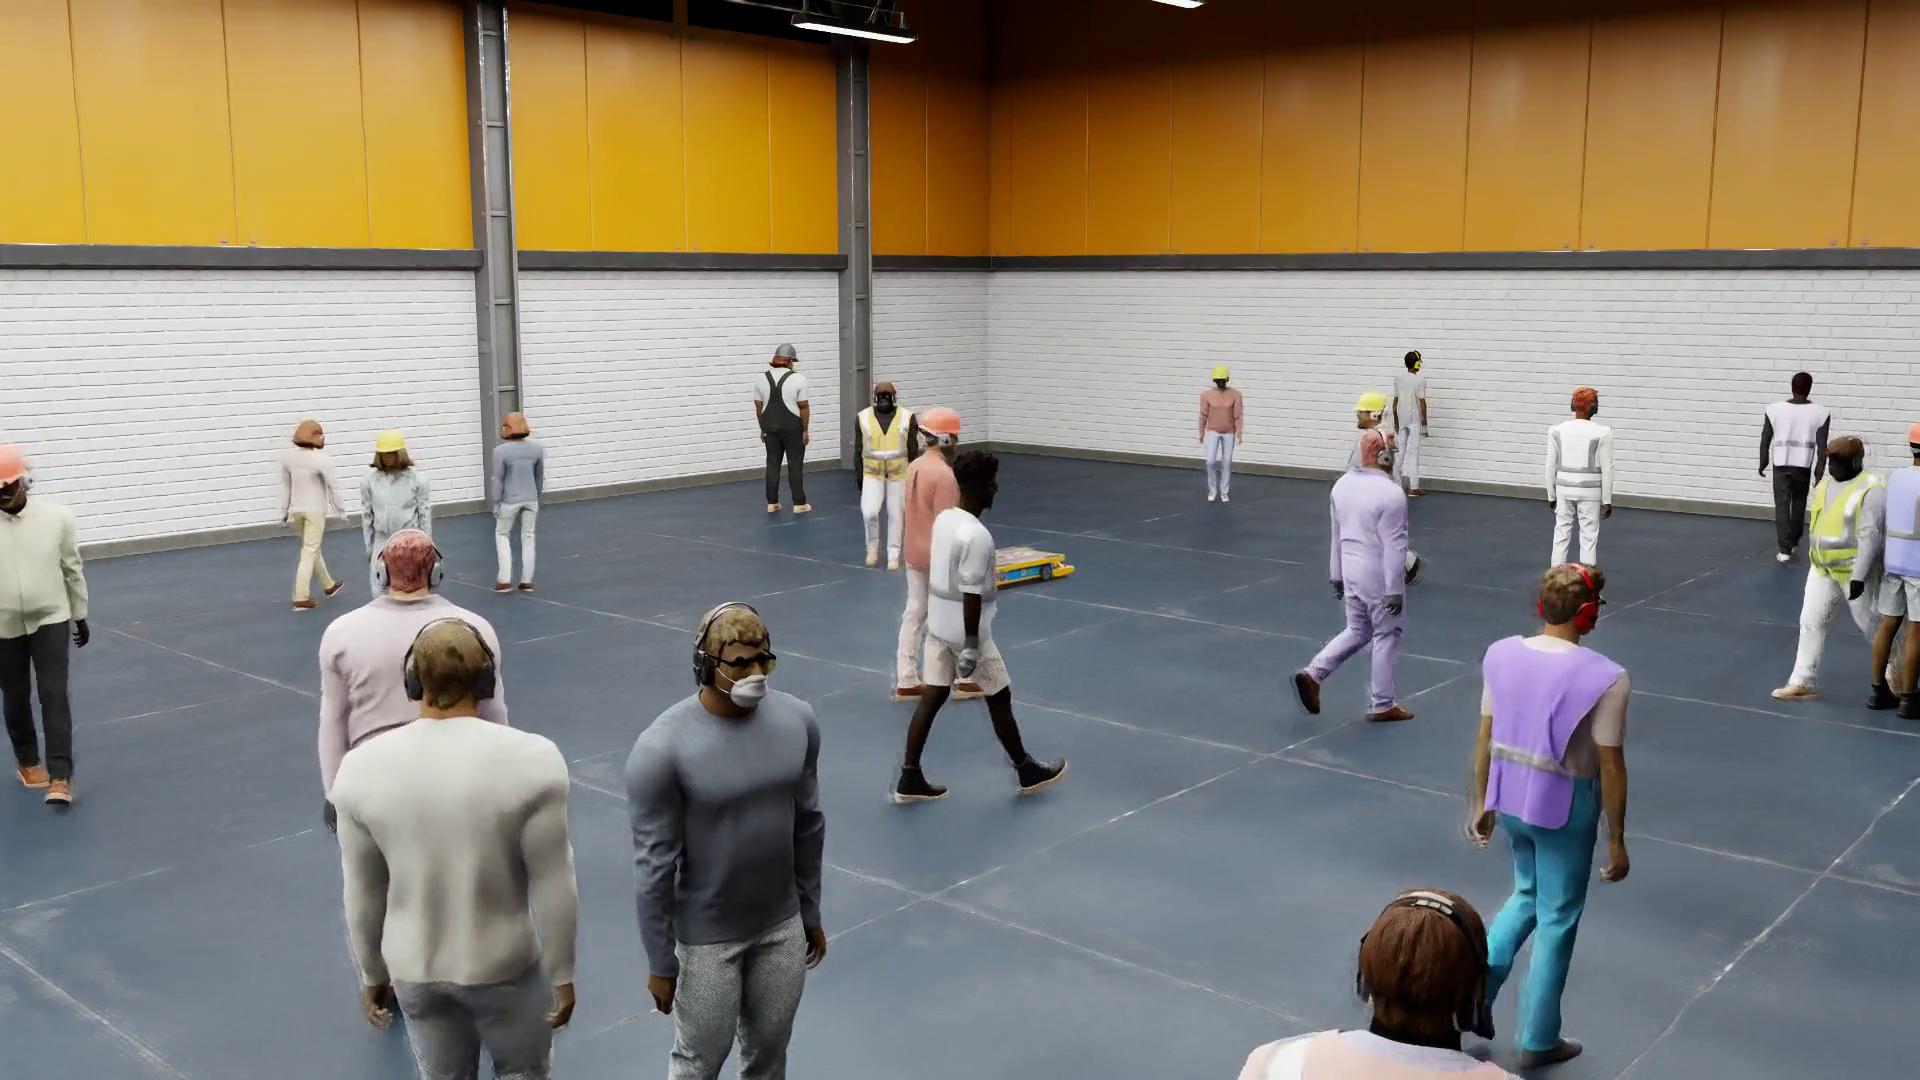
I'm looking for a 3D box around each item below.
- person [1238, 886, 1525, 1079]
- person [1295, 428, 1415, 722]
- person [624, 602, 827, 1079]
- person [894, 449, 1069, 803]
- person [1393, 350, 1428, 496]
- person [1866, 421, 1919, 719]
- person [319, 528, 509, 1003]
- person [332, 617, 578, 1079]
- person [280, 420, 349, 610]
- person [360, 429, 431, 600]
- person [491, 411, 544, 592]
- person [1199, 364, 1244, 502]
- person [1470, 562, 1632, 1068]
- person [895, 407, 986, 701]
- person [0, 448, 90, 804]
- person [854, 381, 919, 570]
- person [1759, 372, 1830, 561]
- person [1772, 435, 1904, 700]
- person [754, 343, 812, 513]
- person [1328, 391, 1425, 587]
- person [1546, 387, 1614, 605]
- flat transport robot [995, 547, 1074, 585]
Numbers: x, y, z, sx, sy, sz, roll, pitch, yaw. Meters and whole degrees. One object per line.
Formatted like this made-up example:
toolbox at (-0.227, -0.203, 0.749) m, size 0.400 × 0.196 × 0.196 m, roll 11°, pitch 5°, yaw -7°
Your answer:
person at (0.784, 1.489, 2.915) m, size 0.644 × 1.791 × 0.975 m, roll 5°, pitch 10°, yaw 29°
person at (2.535, 0.237, 10.463) m, size 0.709 × 1.887 × 0.650 m, roll -4°, pitch 10°, yaw -21°
person at (-0.656, 1.120, 4.796) m, size 0.623 × 1.932 × 0.367 m, roll -8°, pitch 12°, yaw -43°
person at (0.091, 0.462, 8.946) m, size 0.991 × 1.910 × 0.617 m, roll -4°, pitch 10°, yaw -26°
person at (5.801, -1.495, 21.395) m, size 0.328 × 1.868 × 0.513 m, roll -8°, pitch 12°, yaw -40°
person at (6.142, 0.176, 10.678) m, size 0.375 × 1.935 × 0.551 m, roll -2°, pitch 9°, yaw -14°
person at (-2.060, 0.891, 6.336) m, size 0.683 × 1.885 × 0.556 m, roll -3°, pitch 9°, yaw -17°
person at (-1.354, 1.162, 4.526) m, size 0.644 × 1.917 × 0.485 m, roll 0°, pitch 9°, yaw -1°
person at (-5.497, -0.232, 14.283) m, size 0.532 × 1.593 × 0.804 m, roll 3°, pitch 10°, yaw 19°
person at (-4.105, 0.047, 12.147) m, size 0.487 × 1.731 × 0.392 m, roll -2°, pitch 9°, yaw -12°
person at (-3.948, -0.332, 14.840) m, size 0.521 × 1.632 × 0.353 m, roll -8°, pitch 12°, yaw -40°
person at (3.255, -1.324, 20.697) m, size 0.546 × 1.734 × 0.518 m, roll 1°, pitch 9°, yaw 8°
person at (2.090, 0.987, 5.908) m, size 0.433 × 1.833 × 0.561 m, roll -5°, pitch 10°, yaw -29°
person at (-0.079, 0.099, 11.095) m, size 0.831 × 1.962 × 0.624 m, roll -5°, pitch 10°, yaw -30°
person at (-4.995, 0.461, 8.881) m, size 0.658 × 1.927 × 0.988 m, roll -6°, pitch 11°, yaw -32°
person at (-0.705, -0.615, 16.006) m, size 0.630 × 1.830 × 0.453 m, roll 0°, pitch 9°, yaw -1°
person at (8.374, -0.750, 16.729) m, size 0.595 × 1.865 × 0.988 m, roll 3°, pitch 10°, yaw 20°
person at (5.959, 0.191, 11.068) m, size 0.954 × 1.796 × 0.629 m, roll -2°, pitch 9°, yaw -14°
person at (-2.086, -1.348, 19.925) m, size 0.684 × 2.000 × 0.536 m, roll 3°, pitch 10°, yaw 20°
person at (3.777, -0.440, 14.976) m, size 0.754 × 1.812 × 0.597 m, roll -1°, pitch 9°, yaw -4°
person at (5.317, -0.370, 14.276) m, size 0.575 × 1.883 × 0.355 m, roll 8°, pitch 12°, yaw 41°
flat transport robot at (0.350, 0.261, 15.357) m, size 0.652 × 0.197 × 1.431 m, roll 9°, pitch 12°, yaw 43°
